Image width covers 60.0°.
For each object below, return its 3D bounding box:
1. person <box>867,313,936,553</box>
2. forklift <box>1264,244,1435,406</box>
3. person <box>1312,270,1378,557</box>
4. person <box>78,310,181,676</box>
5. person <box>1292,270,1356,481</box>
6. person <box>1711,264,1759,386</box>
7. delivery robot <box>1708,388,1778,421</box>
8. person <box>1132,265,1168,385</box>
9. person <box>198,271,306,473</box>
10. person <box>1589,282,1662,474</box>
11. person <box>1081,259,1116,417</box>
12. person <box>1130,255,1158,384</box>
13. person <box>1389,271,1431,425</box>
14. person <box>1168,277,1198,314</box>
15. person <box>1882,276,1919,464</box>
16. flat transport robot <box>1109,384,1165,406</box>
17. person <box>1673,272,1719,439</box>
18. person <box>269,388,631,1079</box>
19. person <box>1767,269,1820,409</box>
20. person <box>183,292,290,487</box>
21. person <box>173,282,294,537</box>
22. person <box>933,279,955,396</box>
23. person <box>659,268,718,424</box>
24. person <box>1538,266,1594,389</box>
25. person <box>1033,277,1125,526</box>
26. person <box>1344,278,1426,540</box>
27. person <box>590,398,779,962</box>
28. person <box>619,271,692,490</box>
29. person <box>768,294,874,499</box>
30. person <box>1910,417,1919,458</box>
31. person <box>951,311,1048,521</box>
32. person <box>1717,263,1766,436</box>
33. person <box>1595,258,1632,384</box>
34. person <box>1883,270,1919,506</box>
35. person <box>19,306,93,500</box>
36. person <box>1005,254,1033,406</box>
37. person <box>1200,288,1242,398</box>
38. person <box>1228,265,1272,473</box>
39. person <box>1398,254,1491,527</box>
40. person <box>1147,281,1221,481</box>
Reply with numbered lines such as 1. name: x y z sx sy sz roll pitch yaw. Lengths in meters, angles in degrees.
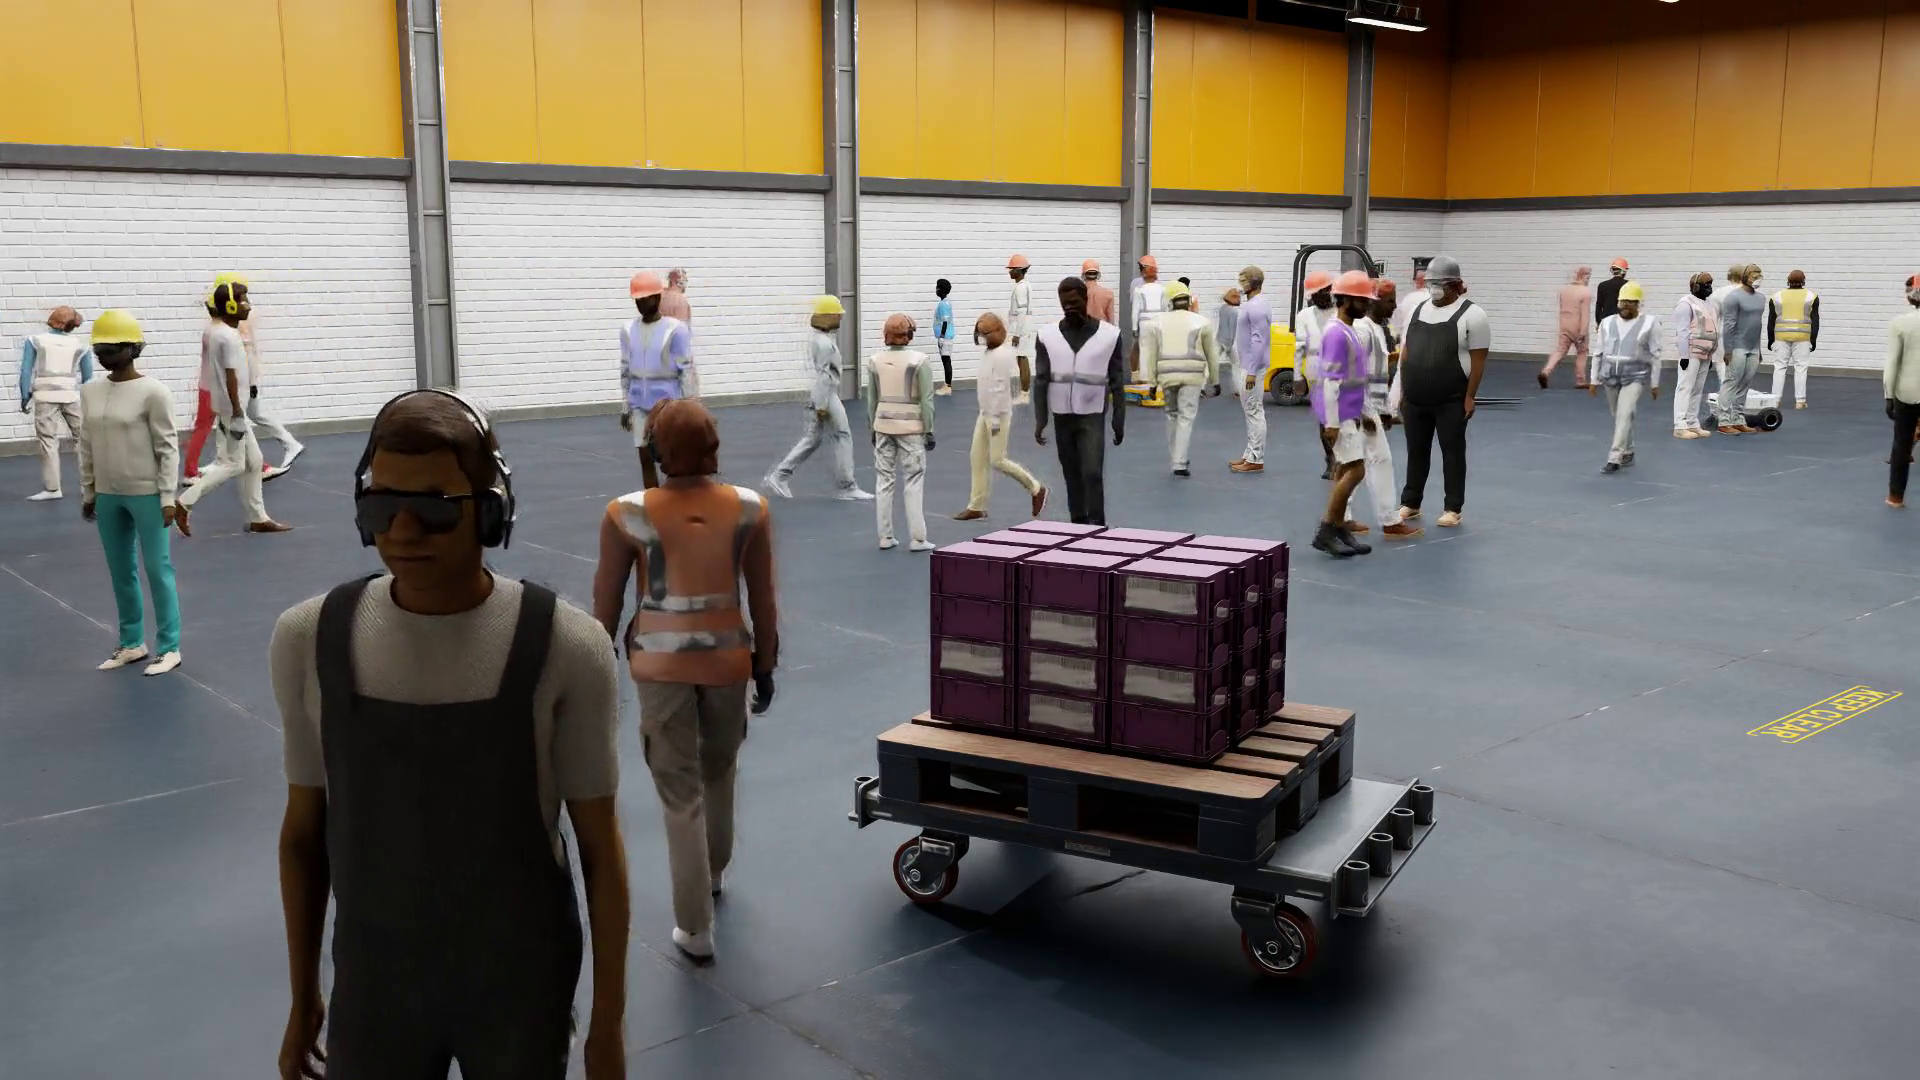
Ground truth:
1. person: -0.412 -0.729 11.408 0.516 1.637 0.314 5 11 29
2. forklift: 5.256 -2.933 22.661 2.313 2.155 1.214 3 10 16
3. person: 2.605 -0.843 11.203 0.406 1.922 0.568 3 10 18
4. person: -4.023 -0.216 8.076 0.534 1.782 0.365 3 10 15
5. person: 3.271 -1.470 14.987 0.576 1.888 0.658 6 11 31
6. person: 10.423 -2.752 22.406 0.633 1.922 0.640 2 10 14
7. delivery robot: 9.123 -1.602 19.388 0.707 0.478 0.477 0 10 1
8. person: 2.944 -3.315 25.832 0.593 1.875 0.383 -2 10 -10
9. person: -6.710 -1.582 15.663 0.934 1.892 0.589 -4 11 -23
10. person: 6.283 -1.540 15.704 0.602 1.789 0.947 9 13 43
11. person: 1.645 -2.526 20.890 0.617 1.988 0.404 0 10 -1
12. person: 2.921 -3.480 26.335 0.404 2.034 0.609 -4 10 -21
13. person: 5.554 -2.307 20.057 1.094 1.837 0.666 -6 11 -30
14. person: 3.590 -3.398 26.871 0.532 1.691 0.321 4 10 22
15. person: 9.407 -1.640 16.141 0.697 1.843 0.573 -2 10 -10
16. flat transport robot: 2.614 -1.989 22.757 0.652 0.197 1.431 -3 10 -19
17. person: 8.220 -2.057 18.564 0.627 1.844 0.429 -8 13 -39
18. person: -0.756 0.694 2.470 0.537 1.835 0.401 -1 10 -3
19. person: 11.079 -2.667 22.134 0.622 1.846 0.429 6 11 31
20. person: -6.438 -1.316 14.582 0.897 1.722 0.518 -2 10 -10
21. person: -5.298 -0.922 11.943 0.781 1.849 0.528 -5 11 -27
22. person: -0.234 -2.945 24.187 0.319 1.697 0.533 0 10 3
23. person: -3.283 -2.256 19.635 0.654 1.868 0.874 9 13 44
24. person: 9.267 -3.210 25.250 0.873 1.870 0.690 -4 11 -24
25. person: 0.785 -0.803 11.119 0.603 1.874 0.834 2 10 14
26. person: 3.045 -0.932 11.903 0.782 1.856 0.597 3 10 19
27. person: -0.845 0.383 4.965 0.527 1.609 0.773 -5 11 -26
28. person: -2.209 -1.001 12.152 0.546 1.920 0.532 3 10 17
29. person: -1.173 -1.175 13.768 0.821 1.714 0.483 -2 10 -12
30. person: 8.936 -1.495 15.165 0.835 1.880 0.578 -4 10 -22
31. person: 0.309 -0.933 12.650 0.653 1.611 0.498 -3 10 -18
32. person: 8.856 -2.149 18.820 0.635 1.937 0.352 -6 11 -30
33. person: 10.346 -3.445 26.251 0.612 1.991 0.392 6 12 33
34. person: 7.592 -1.168 13.067 0.612 1.953 1.012 4 11 24
35. person: -7.498 -1.133 13.838 0.607 1.614 0.324 -8 12 -38
36. person: 0.797 -2.834 22.520 0.380 2.045 0.605 1 10 8
37. person: 3.762 -2.799 23.673 0.875 1.580 0.507 -5 11 -25
38. person: 2.724 -1.593 15.565 0.361 1.937 0.635 1 10 6
39. person: 3.579 -1.123 12.516 0.682 2.000 0.538 9 13 43
40. person: 2.074 -1.467 15.257 0.611 1.780 0.878 5 11 27
